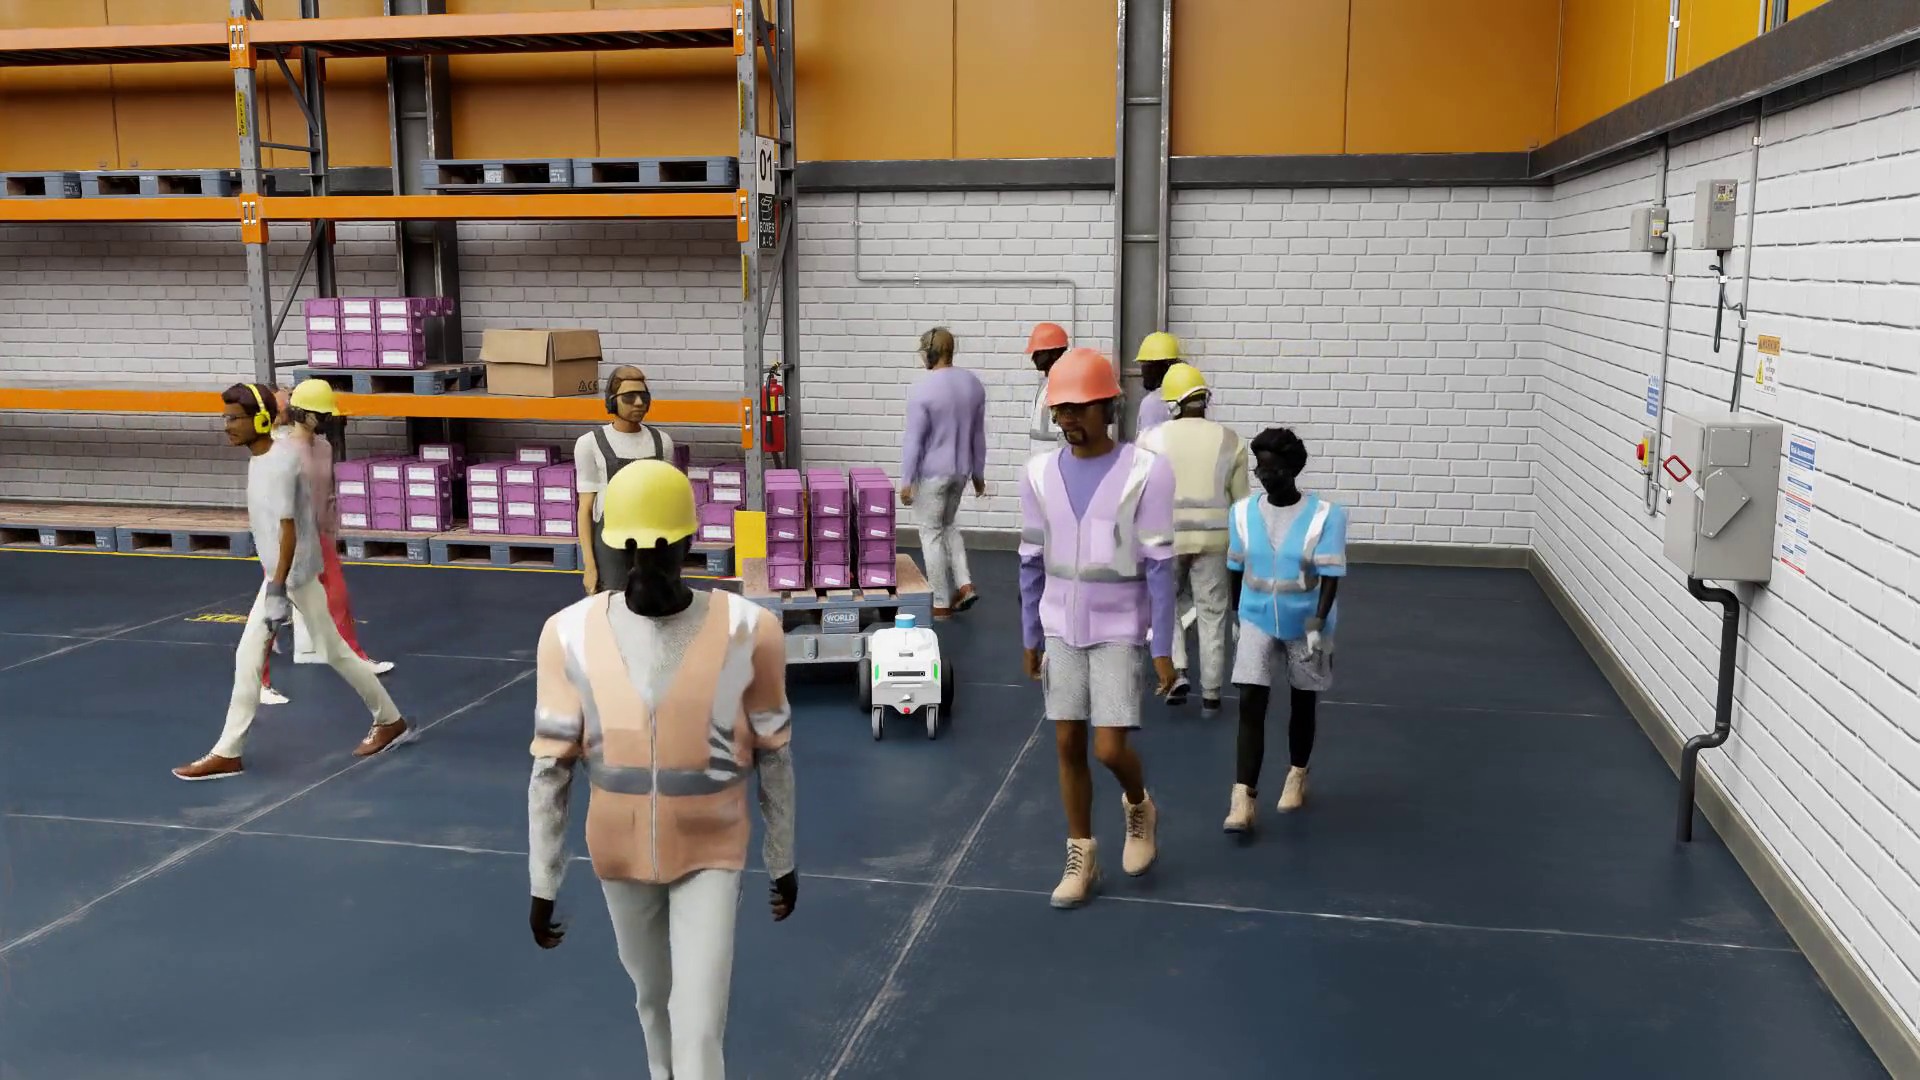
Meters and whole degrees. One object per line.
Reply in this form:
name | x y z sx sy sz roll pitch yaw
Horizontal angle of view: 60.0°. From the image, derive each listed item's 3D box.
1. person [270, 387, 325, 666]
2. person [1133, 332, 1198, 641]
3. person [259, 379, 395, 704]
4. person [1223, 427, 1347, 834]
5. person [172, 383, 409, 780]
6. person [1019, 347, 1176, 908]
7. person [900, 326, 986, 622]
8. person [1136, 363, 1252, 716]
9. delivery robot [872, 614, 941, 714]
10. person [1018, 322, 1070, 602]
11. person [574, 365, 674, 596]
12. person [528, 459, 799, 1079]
person | -3.827 -0.071 9.567 0.405 1.623 0.526 -8 12 -40
person | 1.247 -0.290 10.039 0.494 1.915 0.589 7 12 35
person | -3.496 -0.016 8.992 0.487 1.727 0.701 2 10 13
person | 1.293 0.373 6.788 0.531 1.649 0.825 4 10 25
person | -3.057 0.172 7.620 1.055 1.805 0.531 -8 13 -41
person | 0.494 0.322 6.004 0.642 2.028 0.501 6 11 30
person | -0.134 -0.419 10.789 0.664 1.919 0.429 -9 13 -43
person | 1.190 0.006 8.542 0.647 1.817 0.410 1 9 5
delivery robot | -0.274 0.618 8.368 0.477 0.478 0.707 0 9 -3
person | 0.600 -0.488 11.161 0.356 1.938 0.544 -2 10 -12
person | -1.570 0.092 7.941 0.508 1.847 0.345 -8 12 -39
person | -0.711 0.742 3.944 0.612 1.869 1.006 0 9 3
